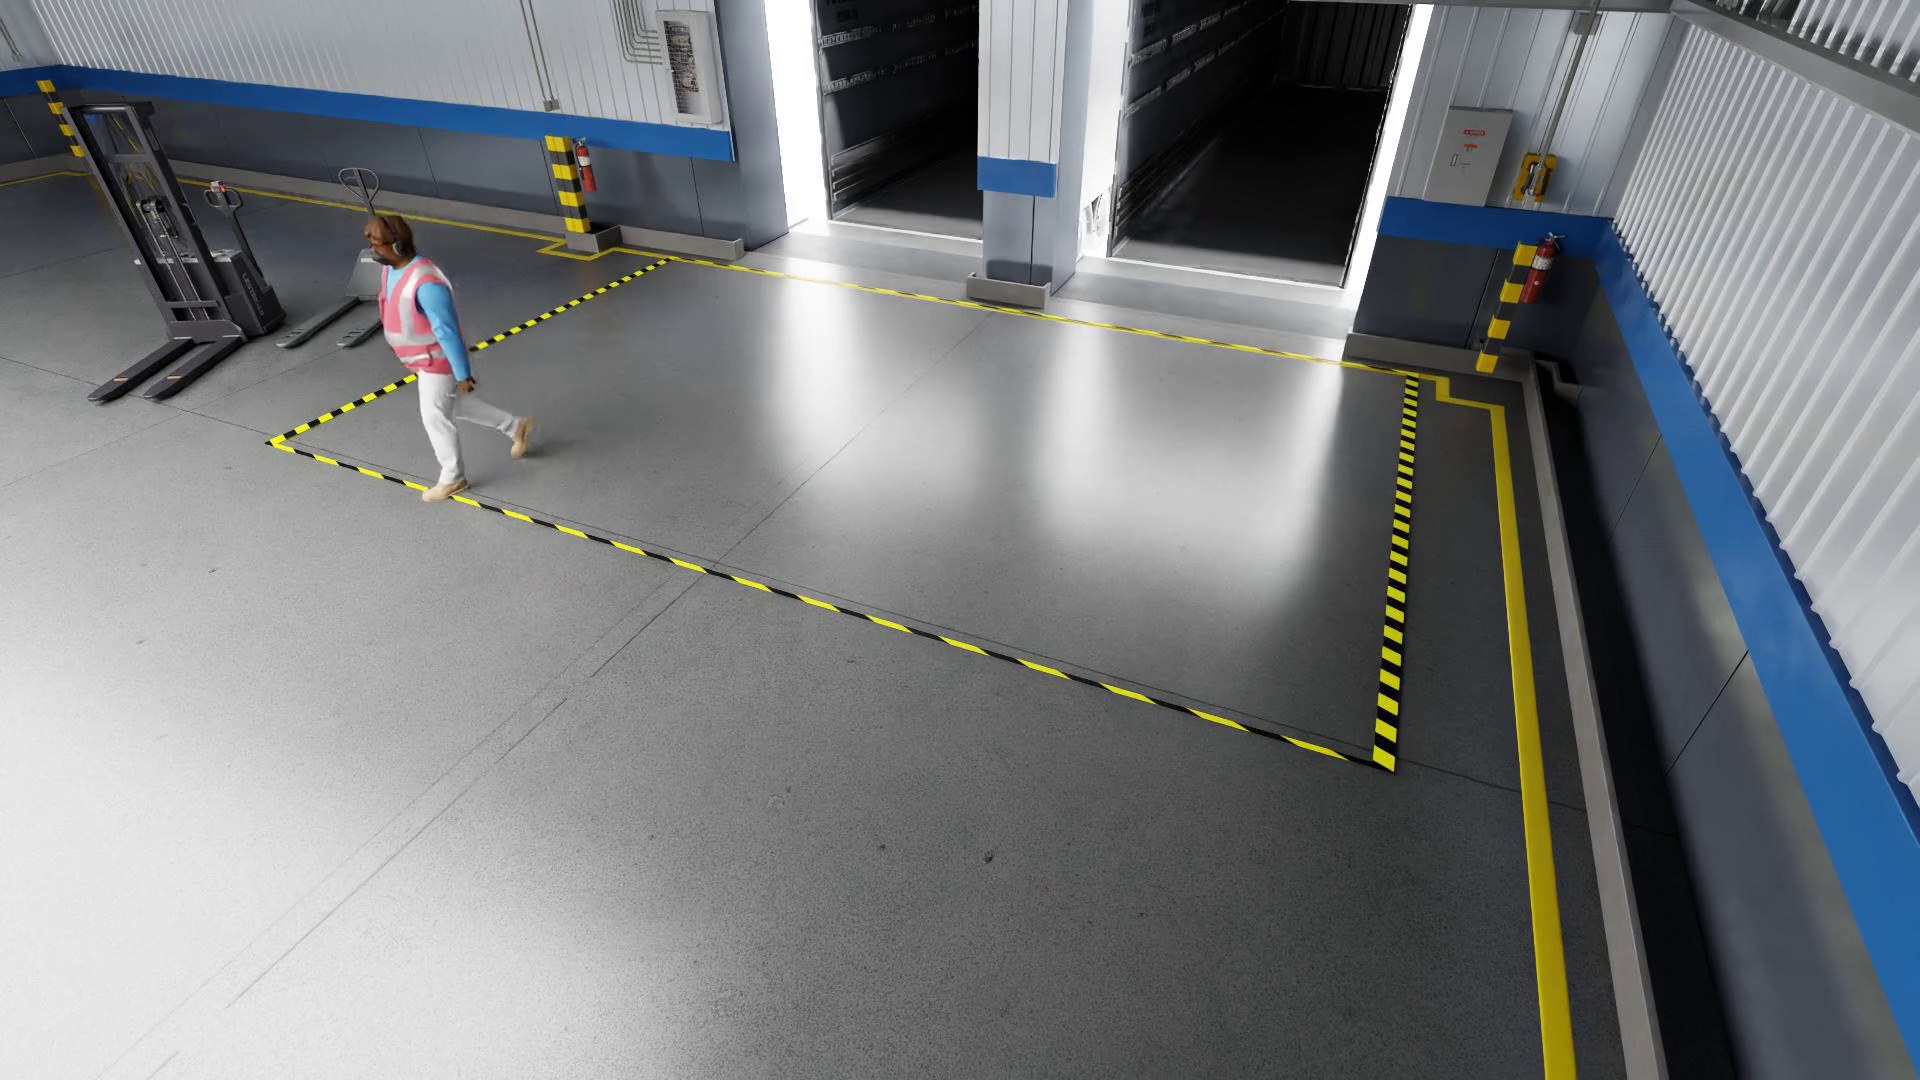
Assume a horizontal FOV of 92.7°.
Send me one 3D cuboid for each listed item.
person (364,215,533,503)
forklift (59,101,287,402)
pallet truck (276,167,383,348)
[{"bbox_3d":[-3.291,-1.171,5.856,0.850,1.808,0.620,-26,43,-32],"label":"person"},{"bbox_3d":[-6.686,-2.387,7.434,0.823,1.965,1.885,-3,35,-5],"label":"forklift"},{"bbox_3d":[-5.732,-2.611,8.414,0.680,1.201,1.601,-1,35,-1],"label":"pallet truck"}]
